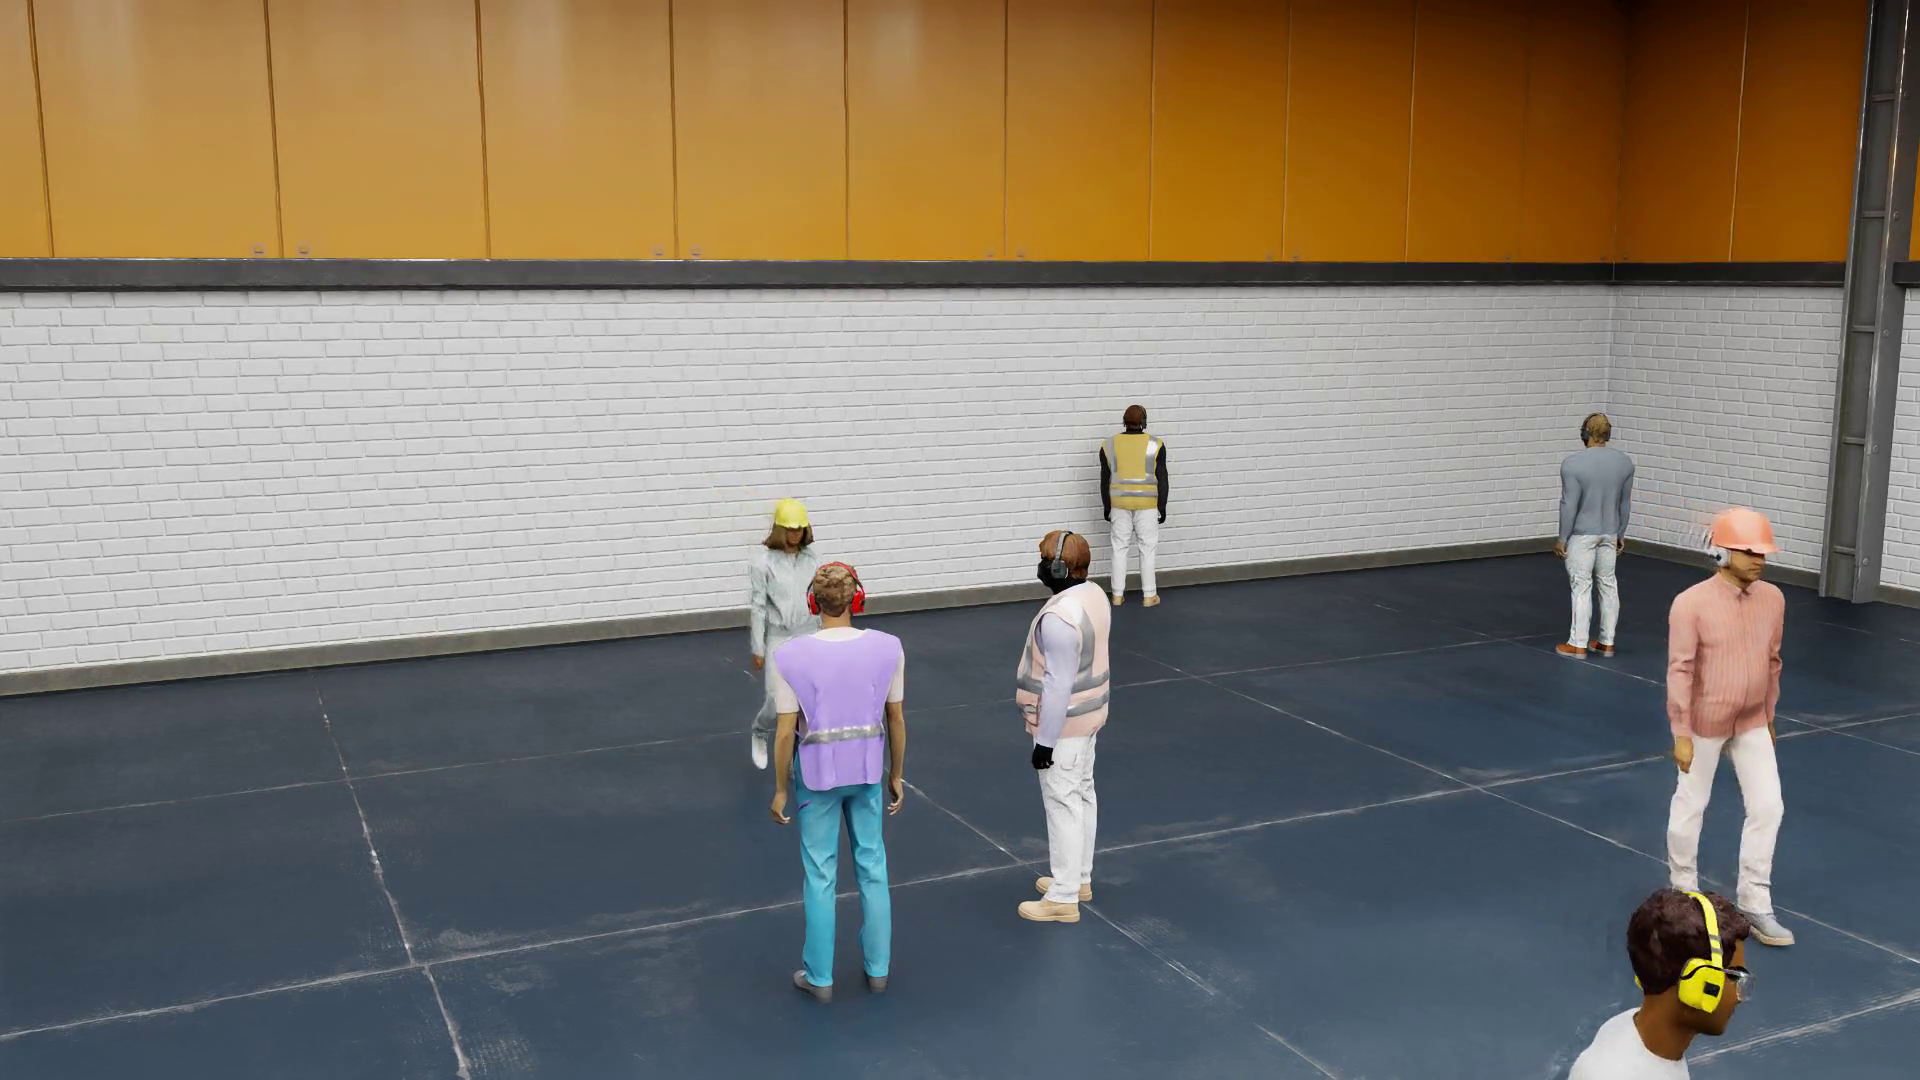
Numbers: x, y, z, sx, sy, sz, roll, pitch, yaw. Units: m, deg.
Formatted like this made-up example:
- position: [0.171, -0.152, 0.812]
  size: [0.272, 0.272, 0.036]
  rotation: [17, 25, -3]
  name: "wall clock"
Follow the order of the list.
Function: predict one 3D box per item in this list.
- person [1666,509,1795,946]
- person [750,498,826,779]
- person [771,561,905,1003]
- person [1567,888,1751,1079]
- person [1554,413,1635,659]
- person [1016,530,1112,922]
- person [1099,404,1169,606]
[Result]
- position: [3.511, 0.851, 7.478]
  size: [0.652, 1.972, 0.742]
  rotation: [-2, 9, -13]
  name: "person"
- position: [-1.021, 0.596, 9.852]
  size: [0.485, 1.729, 0.463]
  rotation: [-6, 11, -32]
  name: "person"
- position: [-0.496, 1.009, 6.918]
  size: [0.571, 1.840, 0.373]
  rotation: [-4, 10, -21]
  name: "person"
- position: [1.381, 1.602, 3.319]
  size: [0.932, 1.812, 0.549]
  rotation: [8, 12, 39]
  name: "person"
- position: [4.967, -0.031, 13.076]
  size: [0.630, 1.938, 0.366]
  rotation: [-2, 9, -15]
  name: "person"
- position: [0.478, 0.865, 7.820]
  size: [0.429, 1.844, 0.627]
  rotation: [3, 10, 19]
  name: "person"
- position: [1.585, -0.311, 15.115]
  size: [0.627, 1.844, 0.429]
  rotation: [2, 9, 15]
  name: "person"
